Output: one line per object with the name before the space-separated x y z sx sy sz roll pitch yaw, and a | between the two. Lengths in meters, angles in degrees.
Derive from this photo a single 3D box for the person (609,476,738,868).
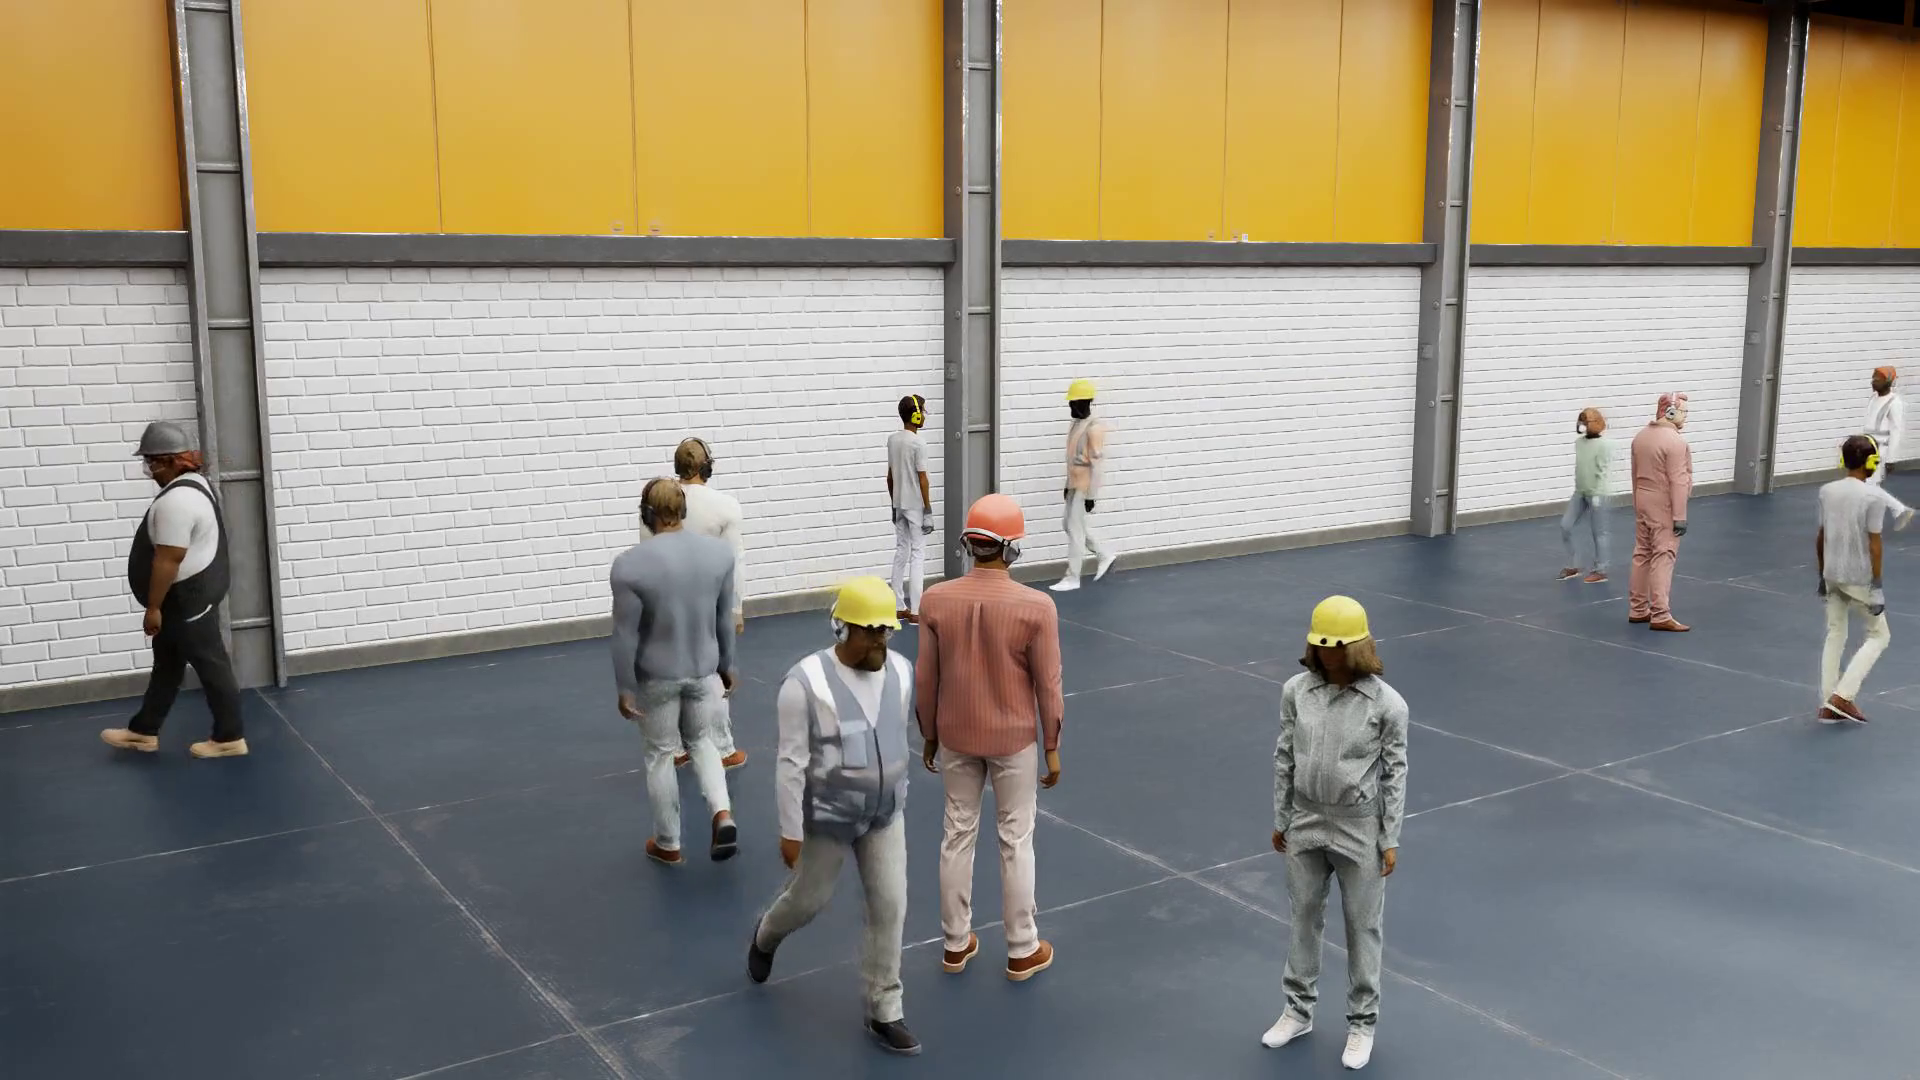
person | -1.332 0.654 7.929 0.644 1.919 0.570 -6 11 -32

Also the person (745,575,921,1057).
person | -0.477 0.986 6.347 0.594 1.791 0.888 -6 11 -34

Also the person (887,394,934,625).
person | -0.382 -0.245 13.496 0.329 1.872 0.507 -8 12 -39

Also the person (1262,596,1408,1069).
person | 1.361 1.054 6.059 0.492 1.740 0.325 6 11 34

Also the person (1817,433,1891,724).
person | 5.633 0.257 10.503 0.374 1.856 0.569 -3 10 -19

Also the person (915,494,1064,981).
person | 0.129 0.801 6.819 0.621 1.992 0.397 3 10 20

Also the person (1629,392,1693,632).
person | 5.633 -0.229 13.312 0.404 1.903 0.636 -1 10 -7

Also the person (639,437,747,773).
person | -1.520 0.378 9.534 0.629 1.940 0.376 3 10 16

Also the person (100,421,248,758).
person | -4.685 0.296 9.726 0.926 2.000 0.710 -3 10 -16

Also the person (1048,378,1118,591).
person | 1.109 -0.502 14.919 0.612 1.916 0.626 -2 10 -13

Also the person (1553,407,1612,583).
person | 5.699 -0.398 15.173 0.563 1.613 0.503 -3 10 -20

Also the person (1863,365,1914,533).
person | 9.764 -0.917 17.569 0.670 1.862 0.590 1 9 6
